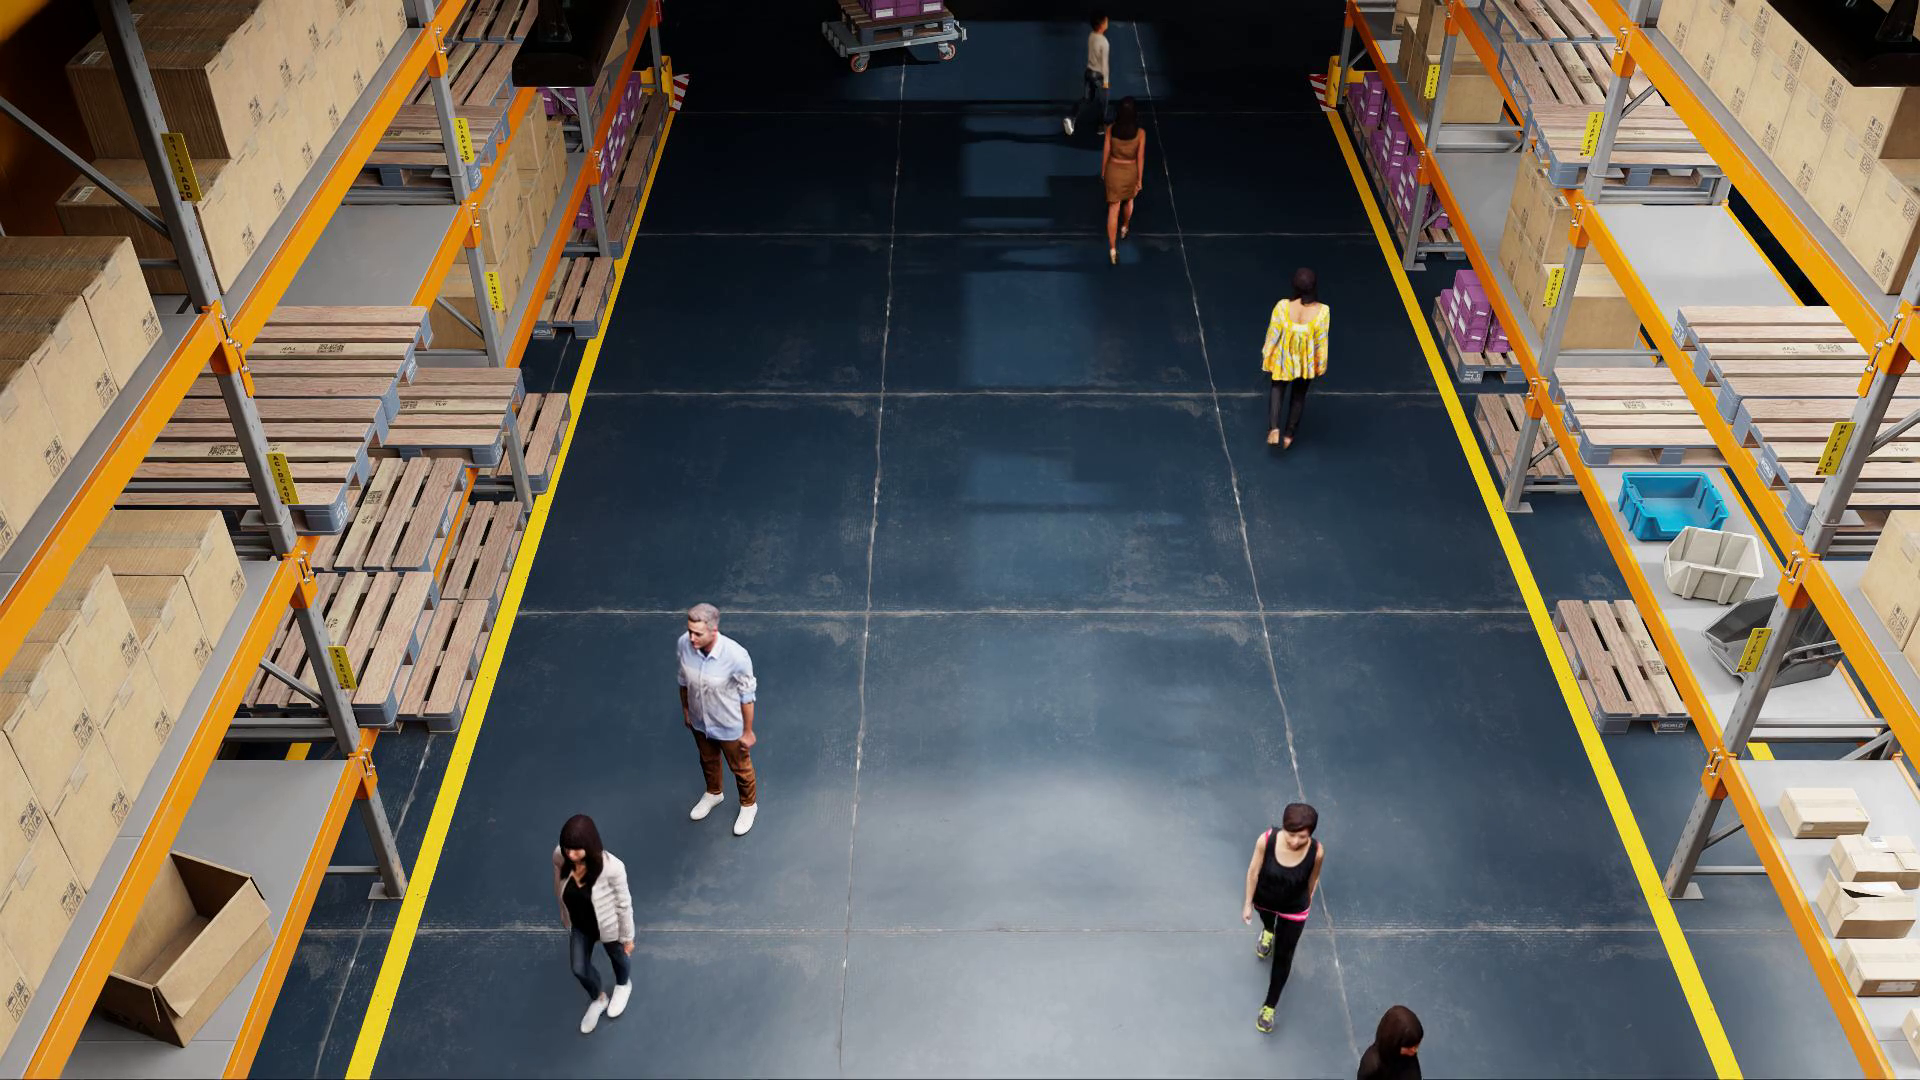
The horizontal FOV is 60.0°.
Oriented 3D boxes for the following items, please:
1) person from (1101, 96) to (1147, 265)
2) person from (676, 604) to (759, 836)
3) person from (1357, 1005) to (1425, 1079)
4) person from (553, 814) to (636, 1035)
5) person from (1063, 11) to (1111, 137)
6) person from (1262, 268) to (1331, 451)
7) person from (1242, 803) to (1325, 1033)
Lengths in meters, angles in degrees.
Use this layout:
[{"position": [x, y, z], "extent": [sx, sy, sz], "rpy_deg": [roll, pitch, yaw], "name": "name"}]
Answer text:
[{"position": [1.586, -3.526, 16.453], "extent": [0.686, 1.644, 1.073], "rpy_deg": [6, 39, 8], "name": "person"}, {"position": [-1.527, 1.103, 10.512], "extent": [0.766, 1.826, 0.720], "rpy_deg": [15, 41, 18], "name": "person"}, {"position": [2.057, 2.858, 8.478], "extent": [0.939, 1.621, 1.077], "rpy_deg": [-24, 45, -27], "name": "person"}, {"position": [-2.027, 2.083, 9.441], "extent": [0.709, 1.631, 0.725], "rpy_deg": [8, 39, 10], "name": "person"}, {"position": [1.479, -5.221, 18.735], "extent": [0.907, 1.445, 0.925], "rpy_deg": [-22, 43, -25], "name": "person"}, {"position": [2.773, -1.437, 13.854], "extent": [0.772, 1.624, 0.817], "rpy_deg": [7, 39, 9], "name": "person"}, {"position": [1.860, 2.011, 9.634], "extent": [0.798, 1.501, 1.115], "rpy_deg": [14, 41, 16], "name": "person"}]
